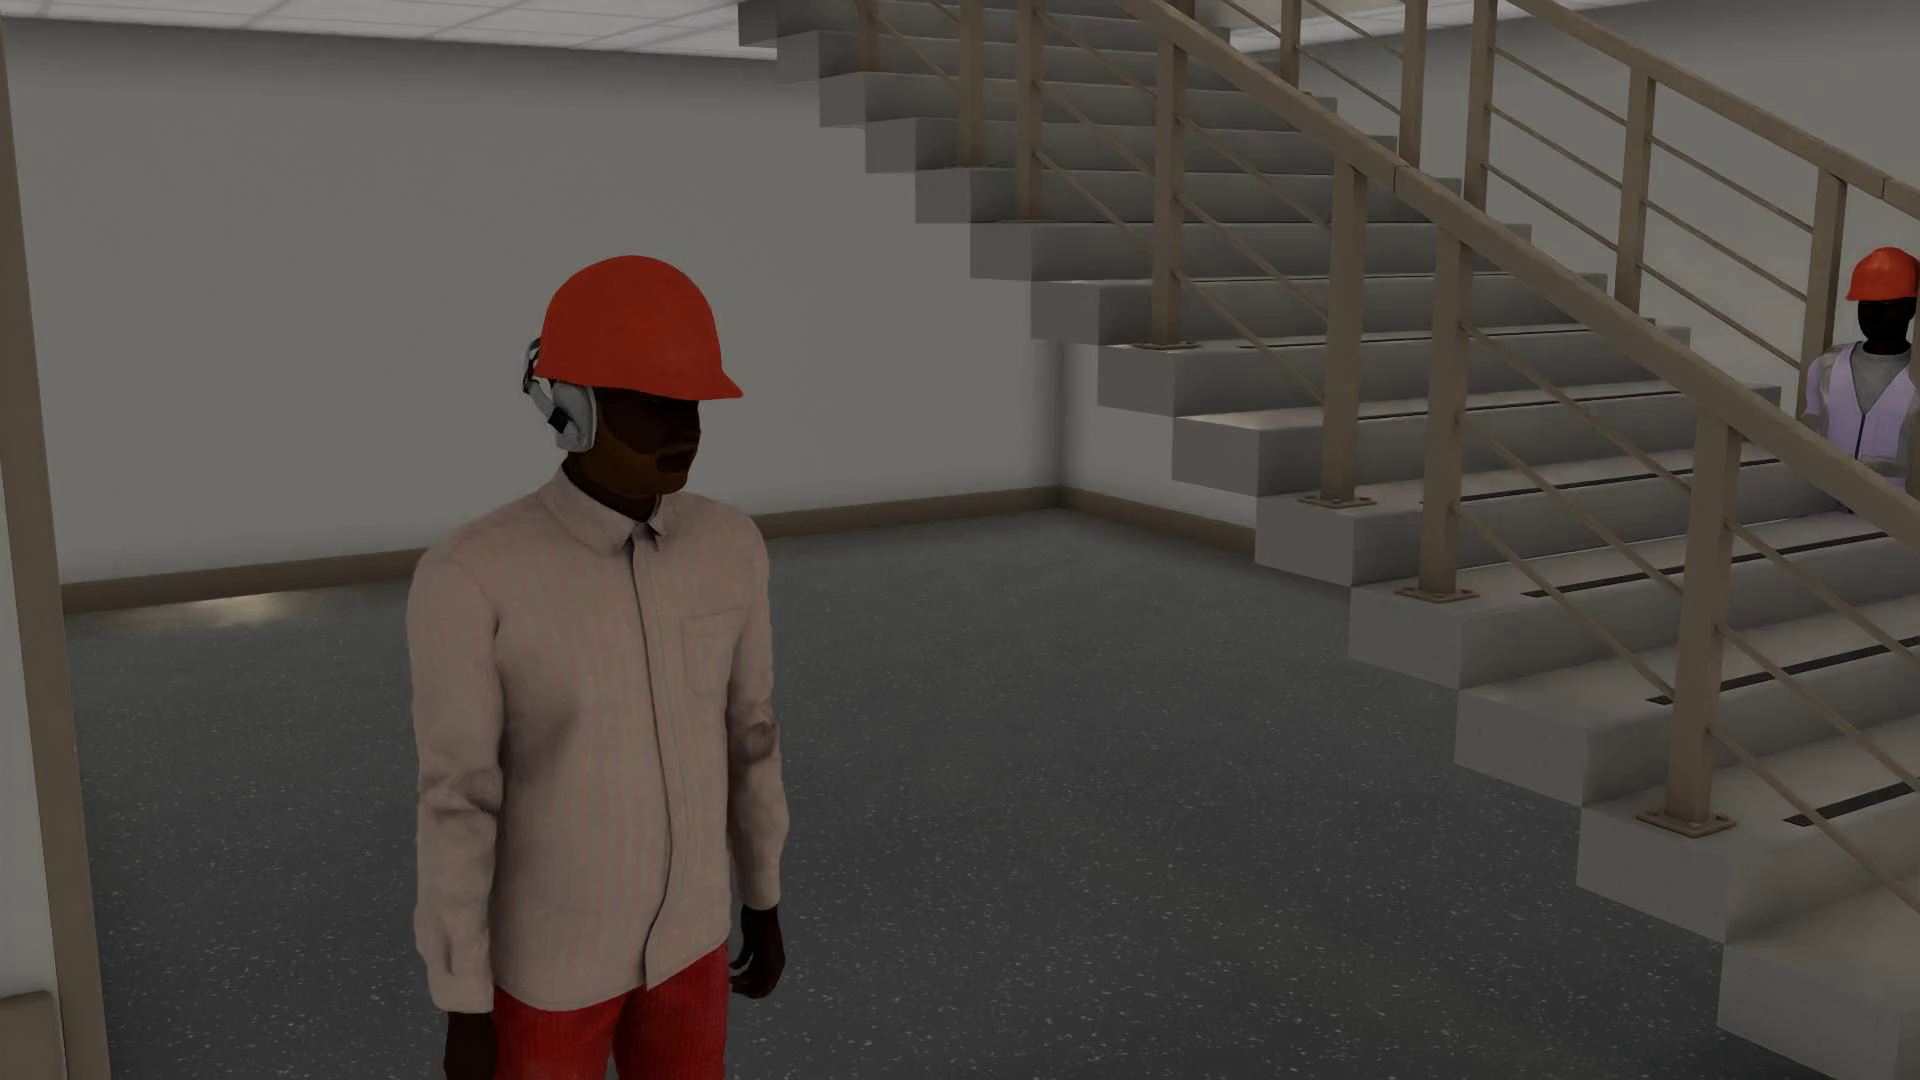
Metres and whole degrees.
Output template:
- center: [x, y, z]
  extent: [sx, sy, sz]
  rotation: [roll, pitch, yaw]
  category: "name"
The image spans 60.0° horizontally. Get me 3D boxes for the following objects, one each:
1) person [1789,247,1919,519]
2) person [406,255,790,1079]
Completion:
- center: [3.212, -0.057, 5.913]
  extent: [0.365, 1.939, 0.542]
  rotation: [-10, 15, -42]
  category: "person"
- center: [-0.489, 0.585, 2.454]
  extent: [0.428, 1.982, 0.631]
  rotation: [10, 15, 42]
  category: "person"
